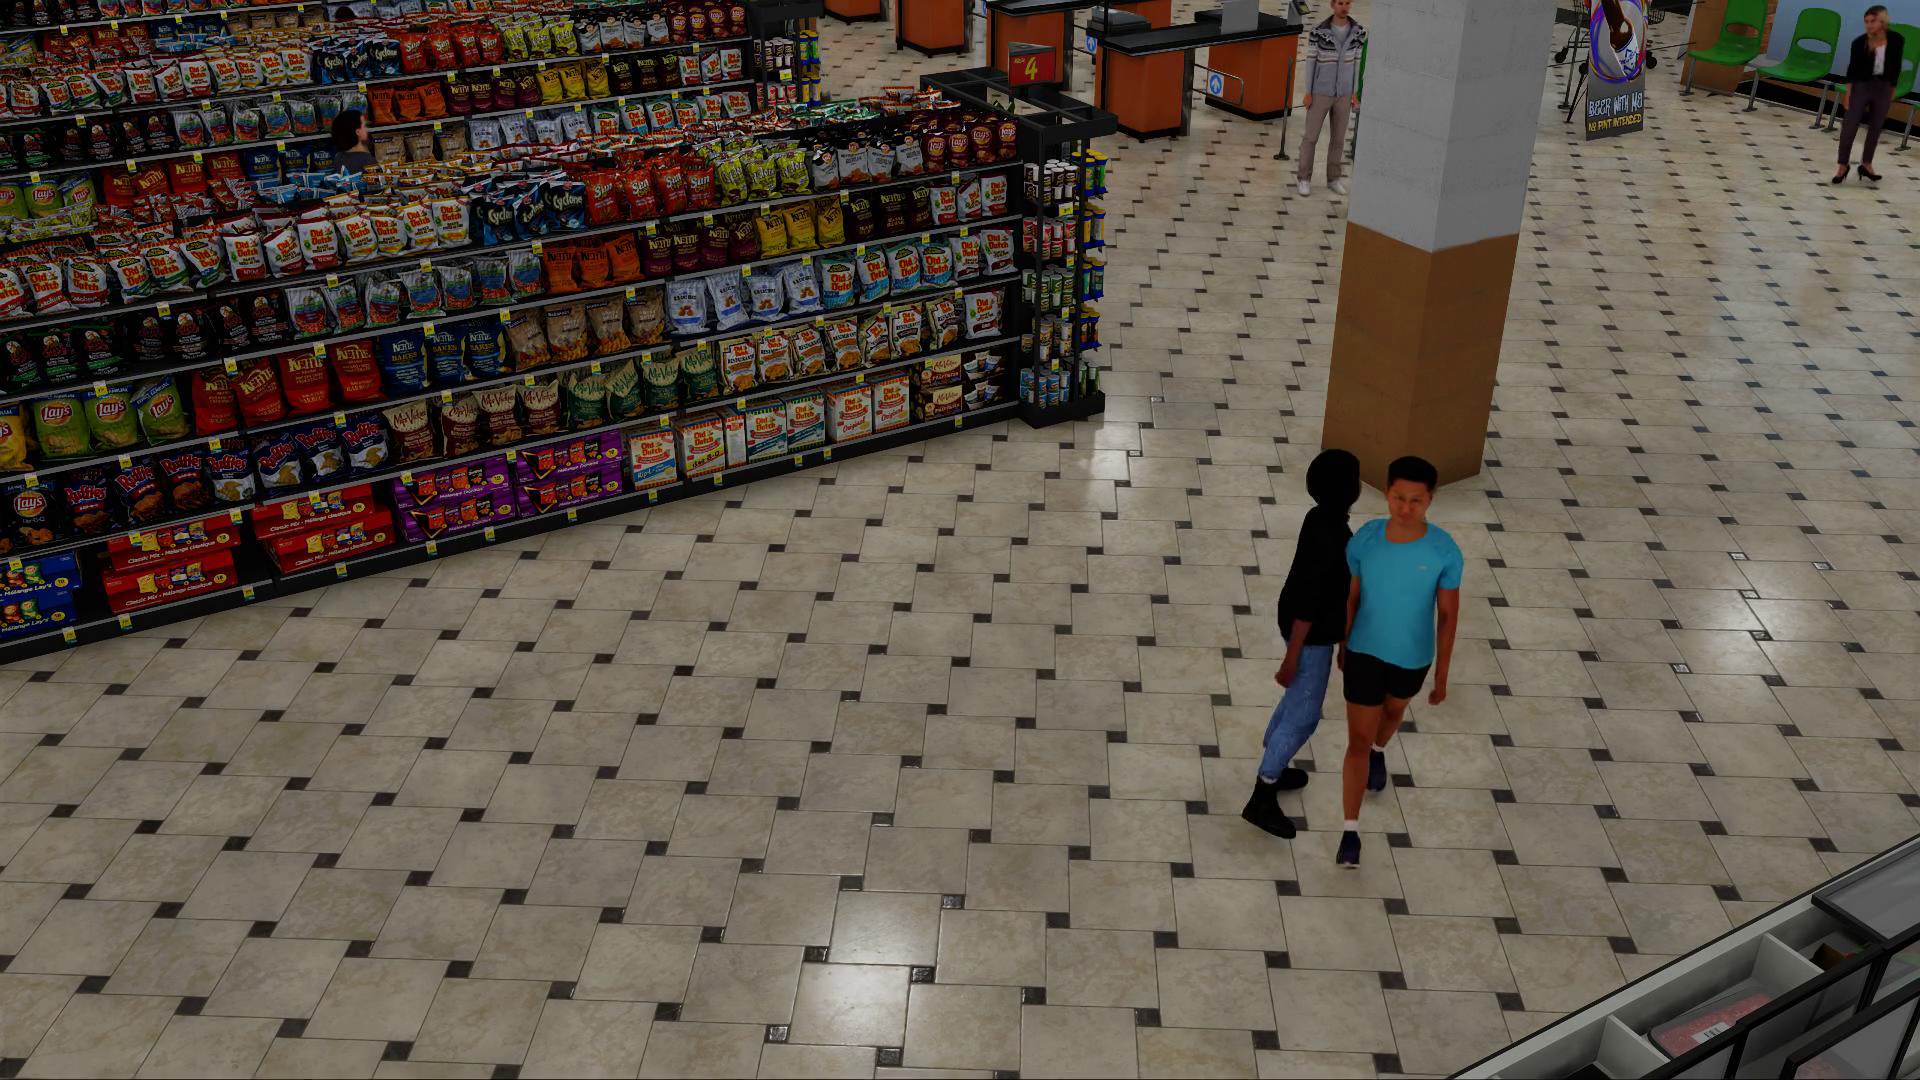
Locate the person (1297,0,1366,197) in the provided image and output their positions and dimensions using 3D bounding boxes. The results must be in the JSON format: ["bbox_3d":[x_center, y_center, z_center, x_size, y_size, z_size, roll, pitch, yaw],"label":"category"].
[{"bbox_3d":[3.387,-4.107,15.183,0.652,1.861,0.816,-4,29,-7],"label":"person"}]

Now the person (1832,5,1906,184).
[{"bbox_3d":[8.461,-4.112,15.422,0.784,1.641,0.891,-1,29,-3],"label":"person"}]

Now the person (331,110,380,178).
[{"bbox_3d":[-4.133,-2.128,11.657,0.683,1.767,0.681,16,32,27],"label":"person"}]

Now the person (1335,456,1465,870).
[{"bbox_3d":[1.818,0.445,6.987,1.127,1.725,1.194,8,30,14],"label":"person"}]

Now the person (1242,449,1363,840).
[{"bbox_3d":[1.430,0.444,7.056,0.902,1.662,0.880,10,30,18],"label":"person"}]
